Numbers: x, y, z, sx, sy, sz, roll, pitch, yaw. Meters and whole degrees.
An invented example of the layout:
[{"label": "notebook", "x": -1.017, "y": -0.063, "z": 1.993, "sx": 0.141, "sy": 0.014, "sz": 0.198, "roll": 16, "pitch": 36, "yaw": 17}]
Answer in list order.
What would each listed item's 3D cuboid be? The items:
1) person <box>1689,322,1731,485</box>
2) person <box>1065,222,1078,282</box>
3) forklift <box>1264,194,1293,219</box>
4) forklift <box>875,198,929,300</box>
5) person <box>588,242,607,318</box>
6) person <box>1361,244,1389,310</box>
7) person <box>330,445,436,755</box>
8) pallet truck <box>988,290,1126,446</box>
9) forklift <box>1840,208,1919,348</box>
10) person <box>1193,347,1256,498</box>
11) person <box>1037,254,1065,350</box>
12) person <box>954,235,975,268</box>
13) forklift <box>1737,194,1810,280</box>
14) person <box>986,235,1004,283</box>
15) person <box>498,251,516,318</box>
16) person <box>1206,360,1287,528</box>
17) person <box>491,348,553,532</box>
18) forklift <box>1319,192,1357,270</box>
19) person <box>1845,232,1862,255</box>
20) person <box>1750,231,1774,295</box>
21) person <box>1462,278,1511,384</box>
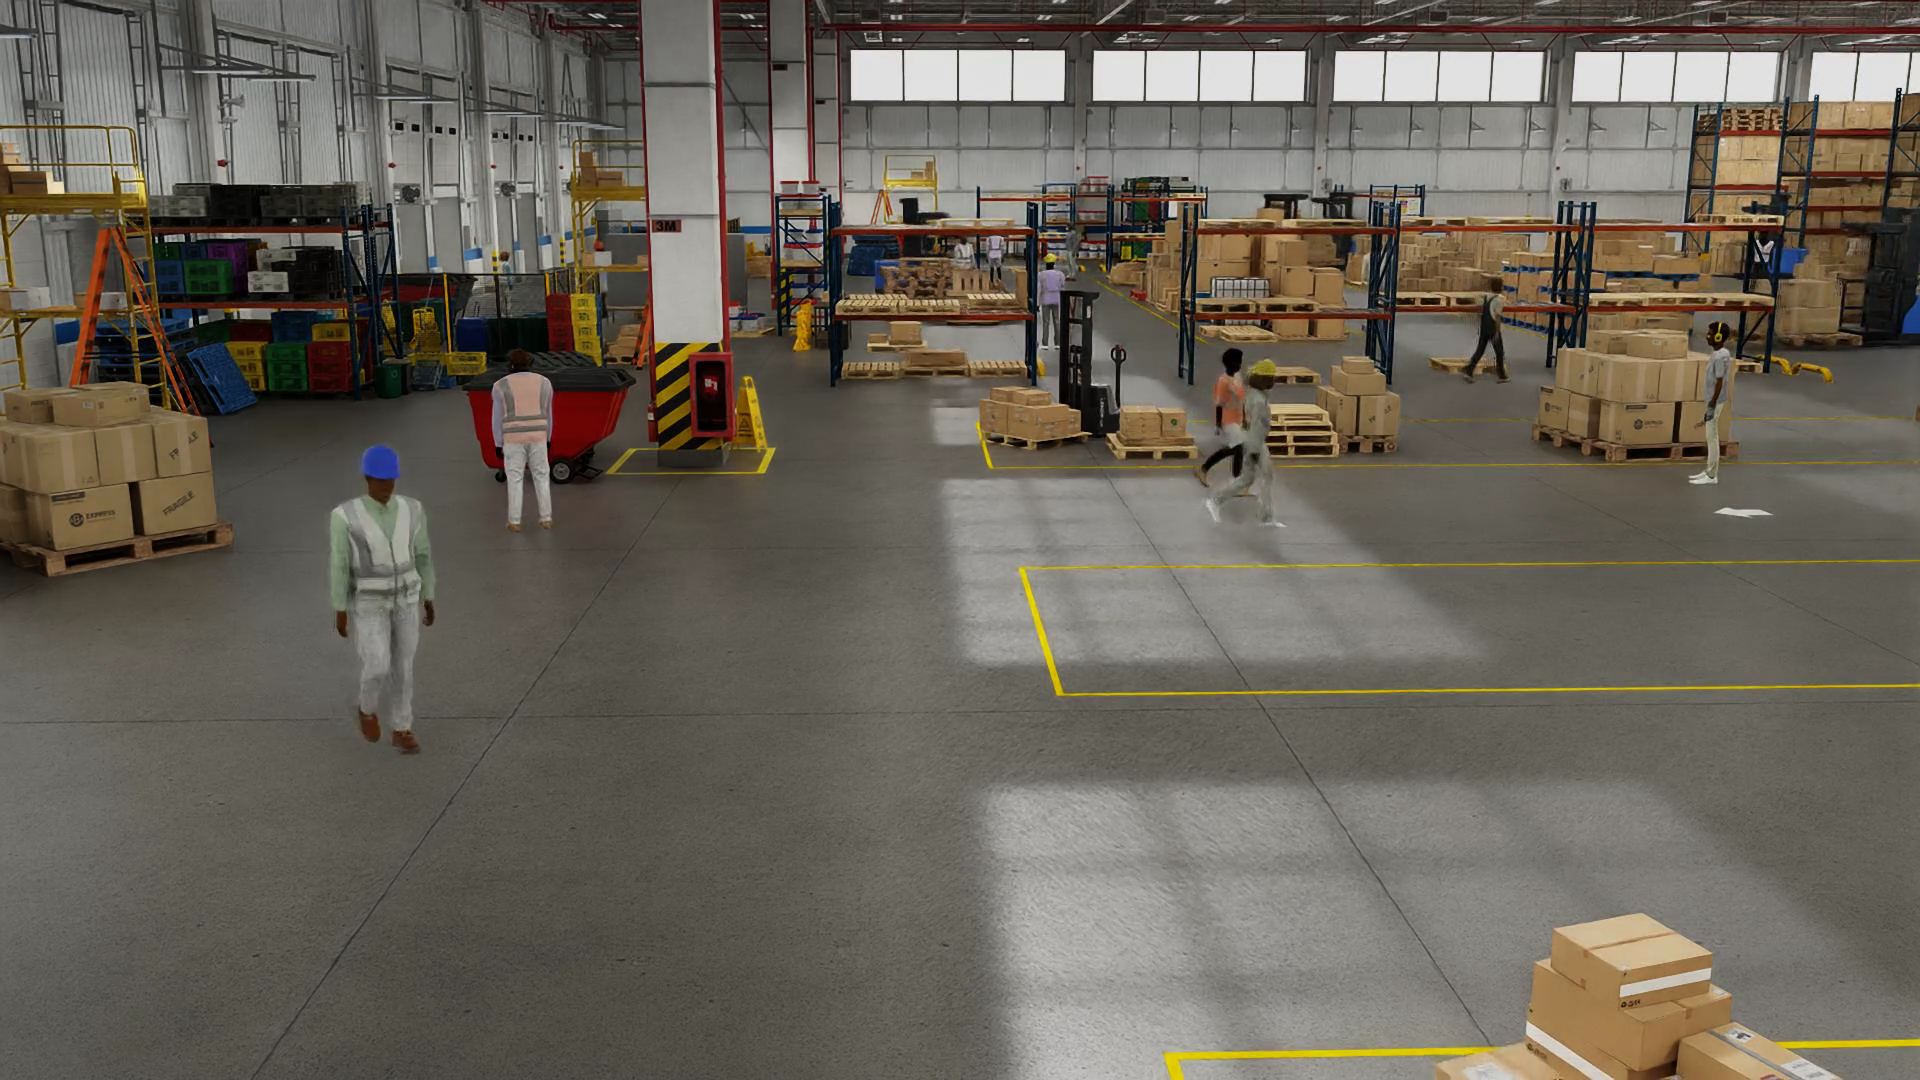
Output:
[{"label": "person", "x": 8.626, "y": -1.565, "z": 19.089, "sx": 0.328, "sy": 1.872, "sz": 0.513, "roll": 6, "pitch": 14, "yaw": 24}, {"label": "person", "x": 3.639, "y": -9.447, "z": 54.528, "sx": 0.379, "sy": 1.937, "sz": 0.629, "roll": -4, "pitch": 13, "yaw": -18}, {"label": "forklift", "x": 10.549, "y": -10.123, "z": 55.428, "sx": 1.129, "sy": 2.768, "sz": 1.873, "roll": 11, "pitch": 17, "yaw": 42}, {"label": "forklift", "x": -1.404, "y": -8.175, "z": 46.632, "sx": 1.873, "sy": 2.768, "sz": 1.129, "roll": 2, "pitch": 13, "yaw": 7}, {"label": "person", "x": -8.781, "y": -6.326, "z": 40.560, "sx": 0.572, "sy": 1.885, "sz": 0.998, "roll": 2, "pitch": 13, "yaw": 9}, {"label": "person", "x": 10.088, "y": -6.326, "z": 40.498, "sx": 0.661, "sy": 1.901, "sz": 0.928, "roll": 1, "pitch": 13, "yaw": 6}, {"label": "person", "x": -3.526, "y": 0.368, "z": 10.205, "sx": 0.632, "sy": 1.933, "sz": 0.457, "roll": -12, "pitch": 17, "yaw": -43}, {"label": "pallet truck", "x": 1.257, "y": -2.299, "z": 22.111, "sx": 1.885, "sy": 1.965, "sz": 0.823, "roll": -9, "pitch": 15, "yaw": -35}, {"label": "forklift", "x": 19.193, "y": -5.368, "z": 33.957, "sx": 1.873, "sy": 2.768, "sz": 1.129, "roll": 0, "pitch": 12, "yaw": -2}, {"label": "person", "x": 2.964, "y": -1.326, "z": 18.502, "sx": 0.761, "sy": 1.656, "sz": 0.529, "roll": 6, "pitch": 14, "yaw": 25}, {"label": "person", "x": 1.829, "y": -4.812, "z": 33.611, "sx": 0.594, "sy": 1.930, "sz": 0.354, "roll": -3, "pitch": 13, "yaw": -15}, {"label": "person", "x": 0.097, "y": -7.764, "z": 47.133, "sx": 0.588, "sy": 1.856, "sz": 0.914, "roll": -7, "pitch": 14, "yaw": -30}, {"label": "forklift", "x": 26.672, "y": -9.869, "z": 54.281, "sx": 1.873, "sy": 2.768, "sz": 1.129, "roll": 11, "pitch": 17, "yaw": 42}, {"label": "person", "x": 1.076, "y": -8.772, "z": 51.474, "sx": 0.551, "sy": 1.934, "sz": 0.373, "roll": -2, "pitch": 13, "yaw": -8}, {"label": "person", "x": -11.161, "y": -6.261, "z": 40.837, "sx": 0.319, "sy": 1.631, "sz": 0.525, "roll": -10, "pitch": 16, "yaw": -39}, {"label": "person", "x": 2.909, "y": -0.964, "z": 16.746, "sx": 0.744, "sy": 1.713, "sz": 0.486, "roll": 0, "pitch": 12, "yaw": 2}, {"label": "person", "x": -4.368, "y": -0.996, "z": 16.630, "sx": 0.620, "sy": 1.837, "sz": 0.430, "roll": -8, "pitch": 15, "yaw": -31}, {"label": "forklift", "x": 13.718, "y": -11.128, "z": 59.962, "sx": 1.873, "sy": 2.768, "sz": 1.129, "roll": -8, "pitch": 15, "yaw": -32}, {"label": "person", "x": 29.663, "y": -9.457, "z": 55.241, "sx": 0.313, "sy": 1.639, "sz": 0.517, "roll": -9, "pitch": 15, "yaw": -36}, {"label": "person", "x": 23.144, "y": -7.999, "z": 48.027, "sx": 0.587, "sy": 1.920, "sz": 0.392, "roll": 6, "pitch": 14, "yaw": 25}, {"label": "person", "x": 8.933, "y": -3.523, "z": 28.101, "sx": 0.917, "sy": 1.810, "sz": 0.509, "roll": -6, "pitch": 14, "yaw": -27}]
